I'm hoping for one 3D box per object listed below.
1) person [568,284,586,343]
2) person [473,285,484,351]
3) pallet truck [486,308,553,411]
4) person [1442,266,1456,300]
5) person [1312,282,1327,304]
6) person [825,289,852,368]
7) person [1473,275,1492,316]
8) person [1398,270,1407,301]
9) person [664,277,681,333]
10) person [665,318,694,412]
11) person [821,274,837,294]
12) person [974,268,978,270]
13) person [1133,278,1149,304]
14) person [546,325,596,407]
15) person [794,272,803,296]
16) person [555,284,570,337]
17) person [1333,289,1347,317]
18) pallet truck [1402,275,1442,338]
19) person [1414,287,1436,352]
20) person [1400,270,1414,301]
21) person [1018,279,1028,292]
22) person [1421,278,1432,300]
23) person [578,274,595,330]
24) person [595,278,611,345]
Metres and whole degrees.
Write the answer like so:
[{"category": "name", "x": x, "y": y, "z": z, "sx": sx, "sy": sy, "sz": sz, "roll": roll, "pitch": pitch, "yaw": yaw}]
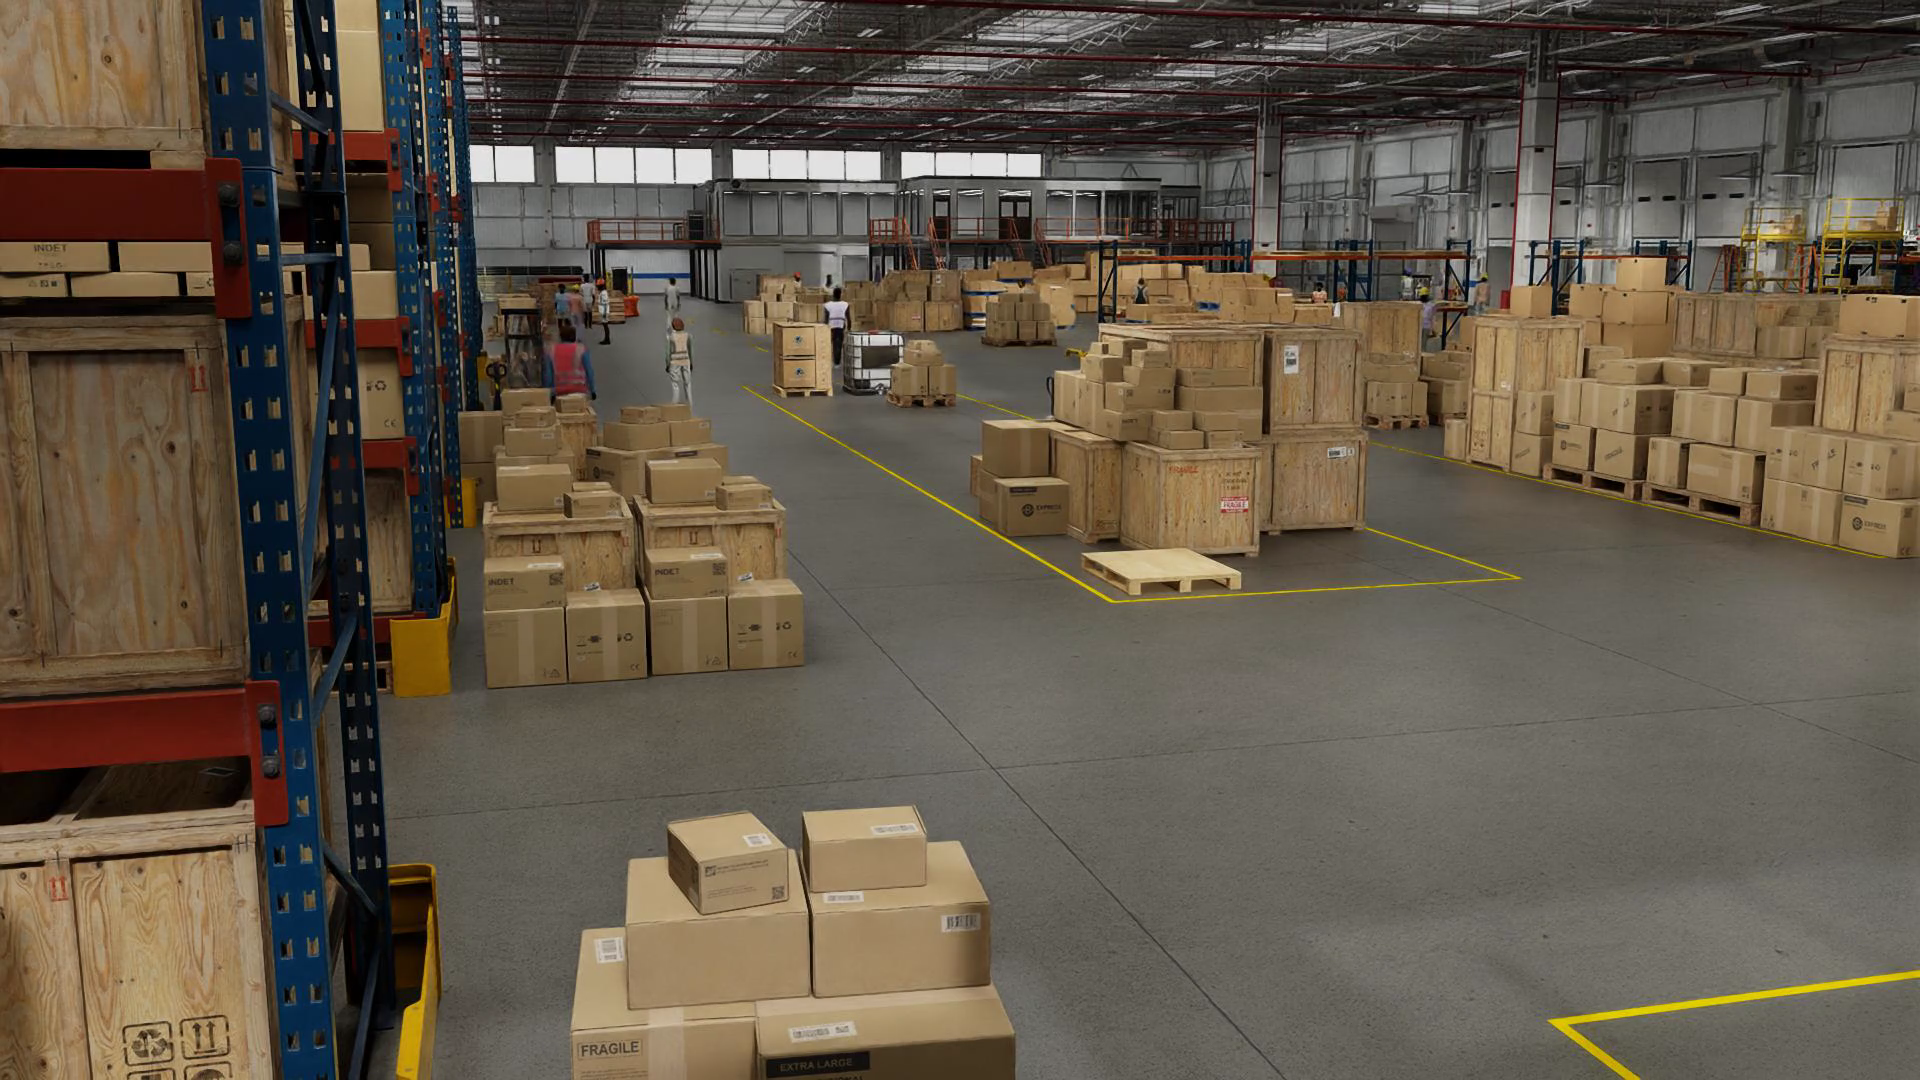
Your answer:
[{"category": "person", "x": -11.458, "y": -6.759, "z": 49.643, "sx": 0.530, "sy": 1.752, "sz": 0.419, "roll": 4, "pitch": 11, "yaw": 21}, {"category": "person", "x": -13.091, "y": -6.007, "z": 44.566, "sx": 0.536, "sy": 2.000, "sz": 0.677, "roll": 3, "pitch": 10, "yaw": 17}, {"category": "pallet truck", "x": -6.242, "y": -2.418, "z": 24.362, "sx": 0.823, "sy": 1.965, "sz": 1.885, "roll": 1, "pitch": 10, "yaw": 3}, {"category": "person", "x": 22.075, "y": -11.361, "z": 75.062, "sx": 0.628, "sy": 1.977, "sz": 0.564, "roll": -1, "pitch": 10, "yaw": -5}, {"category": "person", "x": 11.947, "y": -7.730, "z": 55.325, "sx": 0.533, "sy": 1.690, "sz": 0.321, "roll": 6, "pitch": 12, "yaw": 30}, {"category": "person", "x": -2.886, "y": -5.010, "z": 39.450, "sx": 0.592, "sy": 1.865, "sz": 1.022, "roll": 2, "pitch": 10, "yaw": 10}, {"category": "person", "x": 18.555, "y": -8.491, "z": 59.123, "sx": 0.645, "sy": 1.853, "sz": 0.954, "roll": 1, "pitch": 10, "yaw": 7}, {"category": "person", "x": 19.659, "y": -11.024, "z": 73.583, "sx": 0.637, "sy": 1.830, "sz": 0.429, "roll": -5, "pitch": 11, "yaw": -28}, {"category": "person", "x": -9.581, "y": -7.833, "z": 55.420, "sx": 0.561, "sy": 1.857, "sz": 0.421, "roll": 0, "pitch": 10, "yaw": -1}, {"category": "person", "x": -4.839, "y": -3.008, "z": 28.728, "sx": 0.513, "sy": 1.638, "sz": 0.307, "roll": -6, "pitch": 12, "yaw": -31}, {"category": "person", "x": -4.581, "y": -8.337, "z": 58.121, "sx": 0.607, "sy": 1.899, "sz": 0.519, "roll": 6, "pitch": 12, "yaw": 29}, {"category": "person", "x": 0.728, "y": -11.727, "z": 77.397, "sx": 0.344, "sy": 1.883, "sz": 0.585, "roll": -1, "pitch": 10, "yaw": -6}, {"category": "person", "x": 6.144, "y": -7.992, "z": 56.487, "sx": 0.526, "sy": 1.810, "sz": 0.960, "roll": 2, "pitch": 10, "yaw": 11}, {"category": "person", "x": -5.363, "y": -2.050, "z": 22.842, "sx": 0.623, "sy": 1.805, "sz": 0.920, "roll": 3, "pitch": 10, "yaw": 15}, {"category": "person", "x": -5.963, "y": -8.897, "z": 61.224, "sx": 0.362, "sy": 1.935, "sz": 0.553, "roll": 8, "pitch": 13, "yaw": 38}, {"category": "person", "x": -12.661, "y": -7.325, "z": 53.017, "sx": 0.534, "sy": 1.692, "sz": 0.320, "roll": 1, "pitch": 10, "yaw": 8}, {"category": "person", "x": 8.905, "y": -4.899, "z": 38.775, "sx": 0.354, "sy": 1.877, "sz": 0.572, "roll": -7, "pitch": 12, "yaw": -35}, {"category": "pallet truck", "x": 14.620, "y": -7.324, "z": 52.145, "sx": 0.823, "sy": 1.965, "sz": 1.885, "roll": 8, "pitch": 13, "yaw": 40}, {"category": "person", "x": 11.173, "y": -5.142, "z": 40.063, "sx": 0.591, "sy": 1.909, "sz": 0.690, "roll": 8, "pitch": 13, "yaw": 37}, {"category": "person", "x": 18.161, "y": -9.971, "z": 67.310, "sx": 0.622, "sy": 1.927, "sz": 0.468, "roll": 4, "pitch": 11, "yaw": 21}, {"category": "person", "x": 1.896, "y": -7.268, "z": 52.293, "sx": 0.860, "sy": 1.834, "sz": 0.515, "roll": 6, "pitch": 12, "yaw": 32}, {"category": "person", "x": 15.135, "y": -7.623, "z": 54.007, "sx": 0.372, "sy": 1.940, "sz": 0.631, "roll": 6, "pitch": 12, "yaw": 32}, {"category": "person", "x": -12.936, "y": -8.244, "z": 57.595, "sx": 0.622, "sy": 1.925, "sz": 0.980, "roll": -2, "pitch": 10, "yaw": -13}, {"category": "person", "x": -10.468, "y": -6.694, "z": 48.749, "sx": 0.375, "sy": 1.935, "sz": 0.551, "roll": -3, "pitch": 10, "yaw": -16}]
